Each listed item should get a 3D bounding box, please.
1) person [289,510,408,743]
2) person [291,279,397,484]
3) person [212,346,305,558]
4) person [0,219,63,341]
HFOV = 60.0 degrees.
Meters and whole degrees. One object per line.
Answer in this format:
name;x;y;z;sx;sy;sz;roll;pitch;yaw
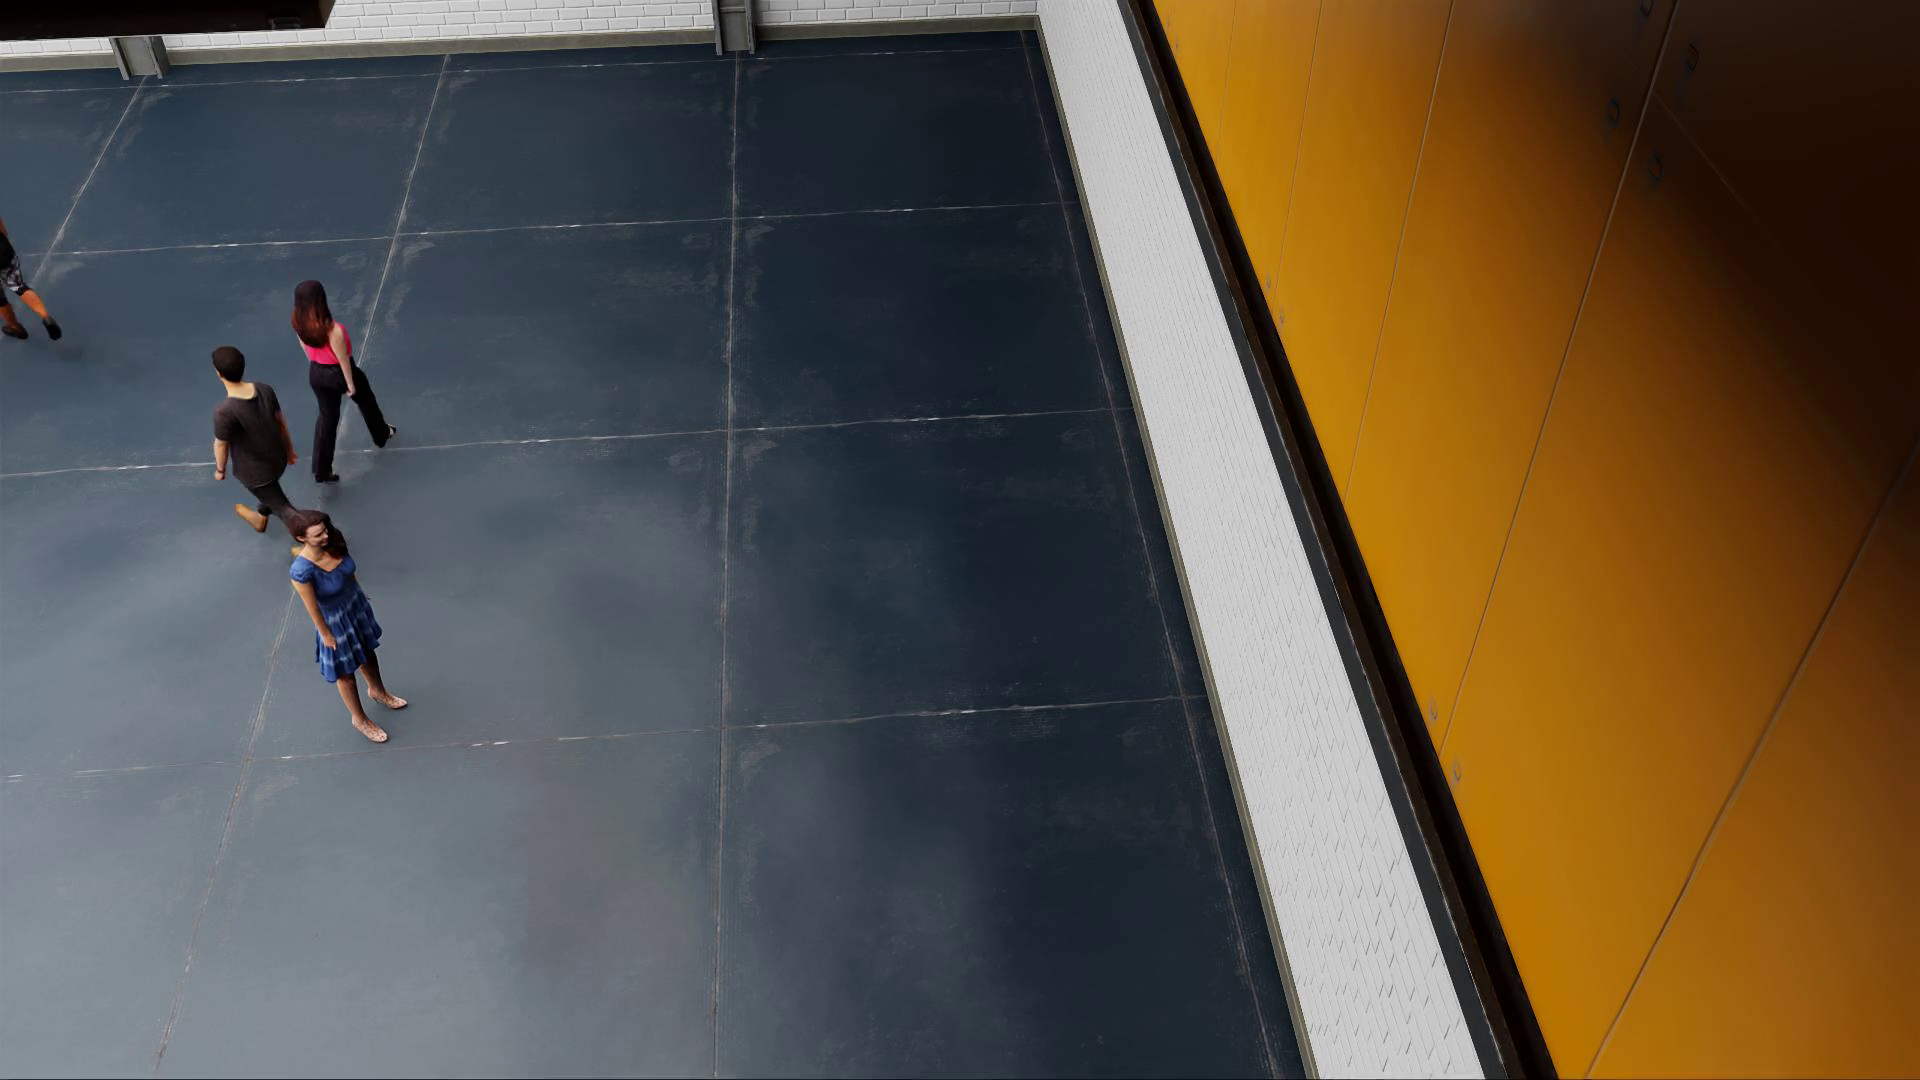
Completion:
person;-3.750;0.506;10.143;0.670;1.806;0.728;8;44;8
person;-4.543;-1.121;11.982;1.102;1.625;0.932;12;45;12
person;-4.691;-0.513;11.318;1.169;1.661;0.950;15;46;15
person;-7.598;-2.222;13.124;1.028;1.644;0.901;21;47;21
